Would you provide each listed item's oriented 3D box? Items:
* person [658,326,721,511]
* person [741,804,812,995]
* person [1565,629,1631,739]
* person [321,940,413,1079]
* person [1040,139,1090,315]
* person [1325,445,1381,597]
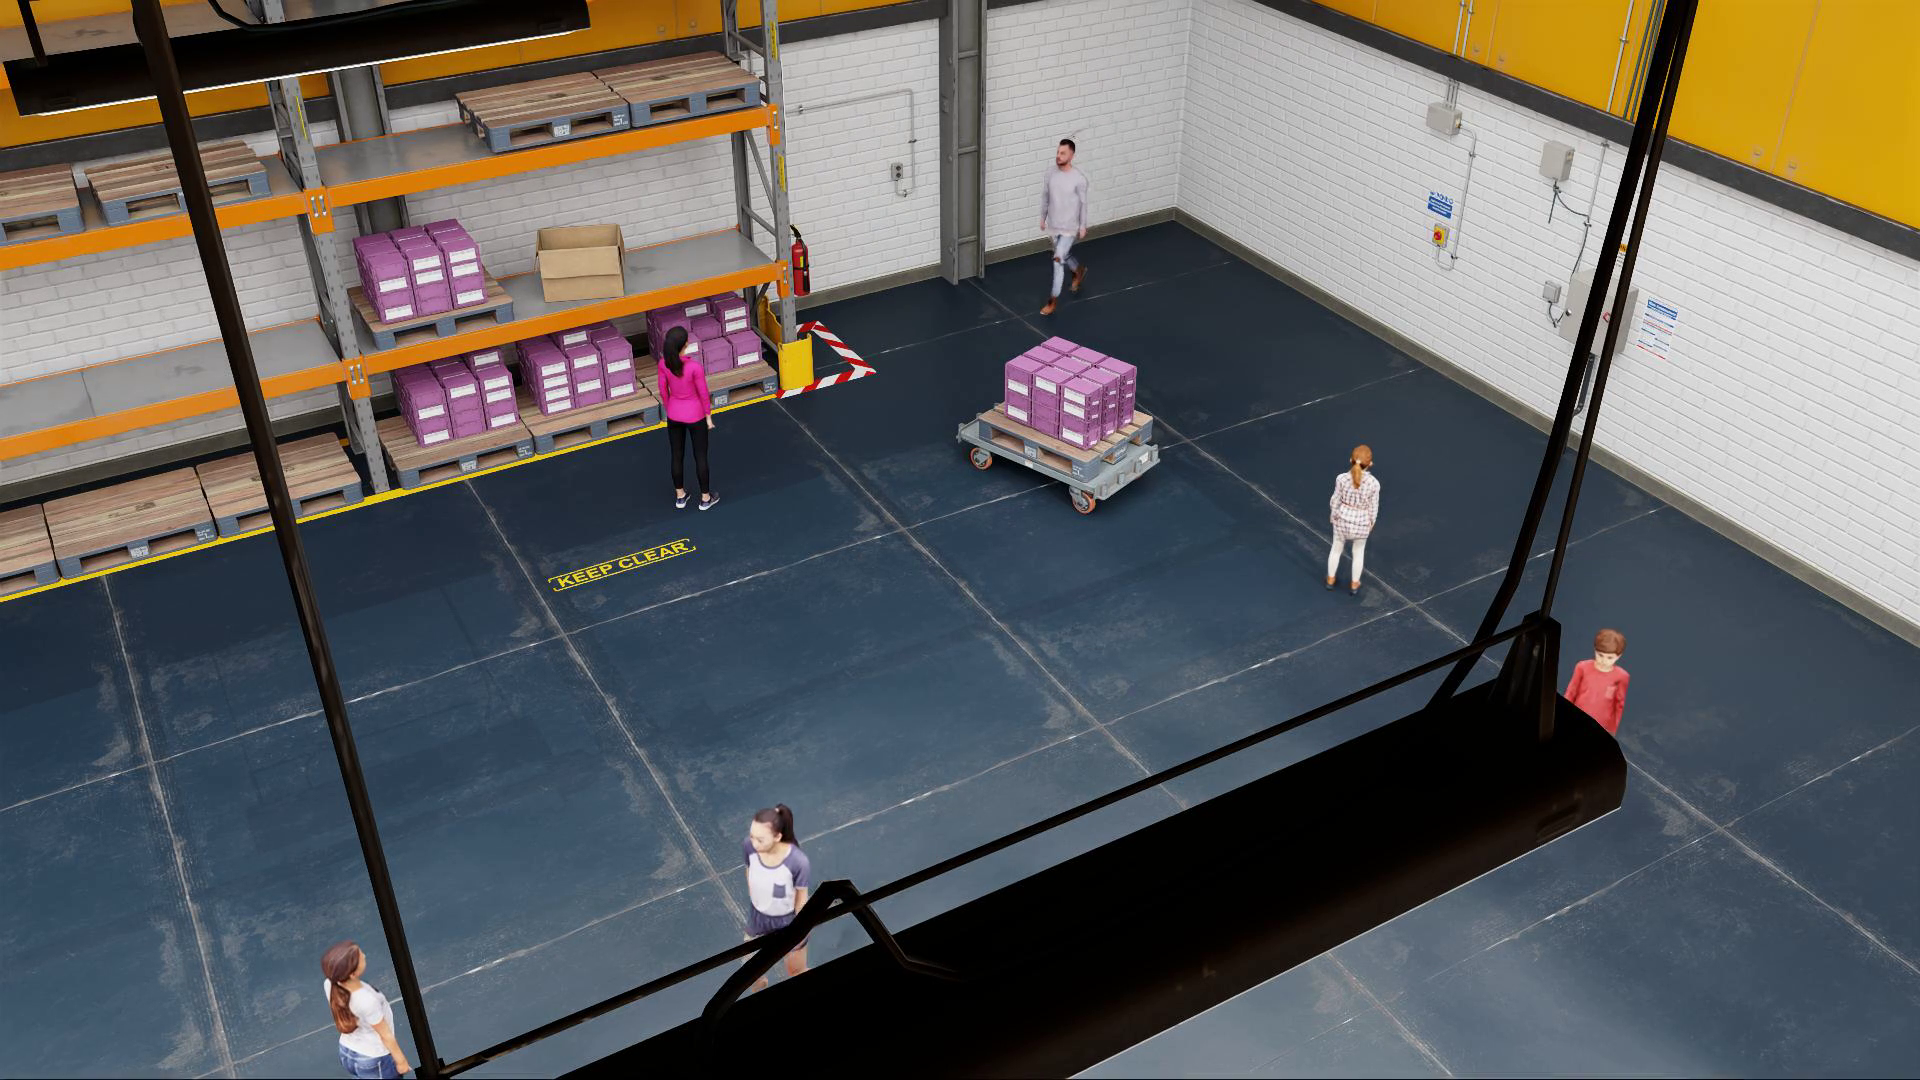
[{"bbox_3d":[-2.317,-1.036,14.061,0.691,1.699,0.753,8,34,12],"label":"person"},{"bbox_3d":[-0.975,2.098,9.401,0.725,1.637,0.775,14,36,20],"label":"person"},{"bbox_3d":[4.187,1.160,11.019,0.719,1.408,0.800,13,36,19],"label":"person"},{"bbox_3d":[-3.056,2.656,8.629,0.623,1.563,0.656,17,37,24],"label":"person"},{"bbox_3d":[1.120,-3.319,17.389,0.975,1.816,1.224,24,40,31],"label":"person"},{"bbox_3d":[3.091,-0.162,13.098,0.600,1.309,0.644,12,35,17],"label":"person"}]
